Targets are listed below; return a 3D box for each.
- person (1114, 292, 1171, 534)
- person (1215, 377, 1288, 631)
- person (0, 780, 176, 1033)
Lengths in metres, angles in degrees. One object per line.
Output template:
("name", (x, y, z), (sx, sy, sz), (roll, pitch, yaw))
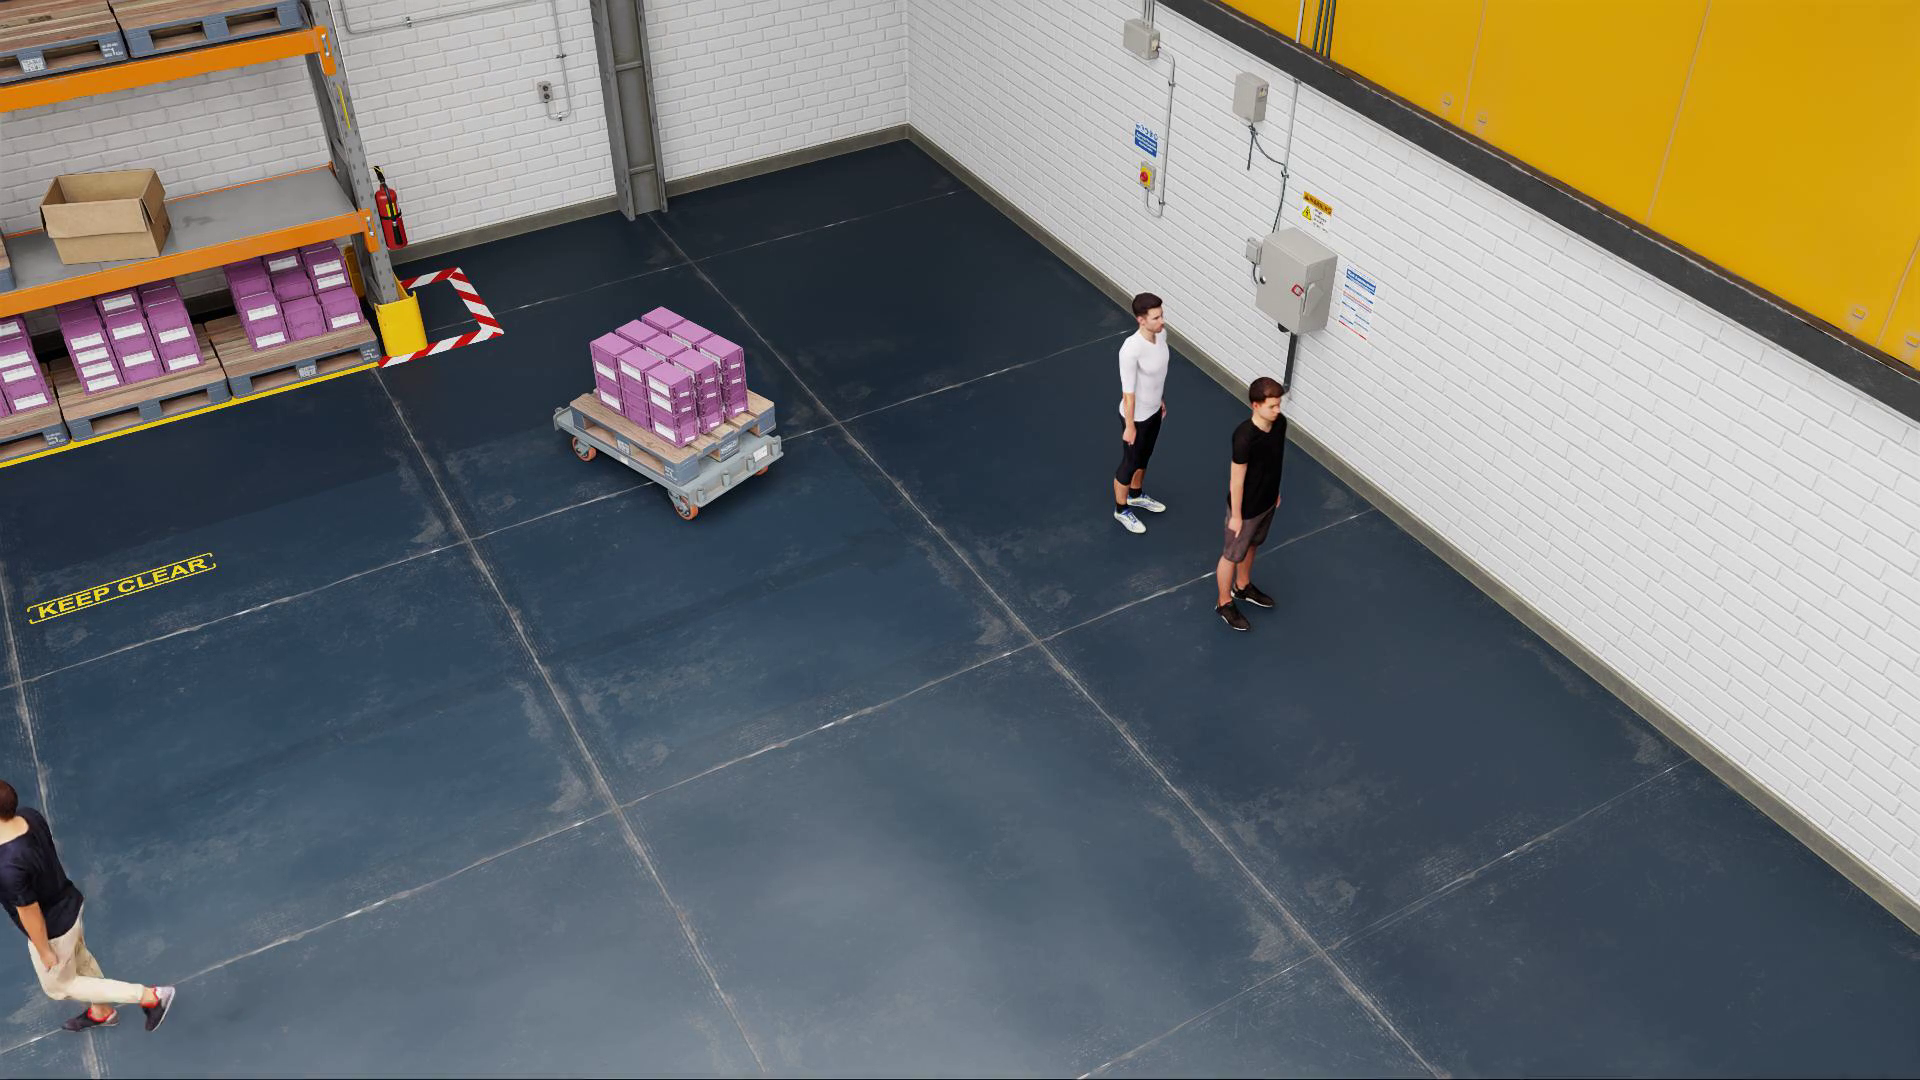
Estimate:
("person", (1.280, -0.930, 11.762), (0.807, 1.852, 0.668), (23, 44, 26))
("person", (1.918, -0.277, 10.937), (0.799, 1.862, 0.636), (29, 47, 32))
("person", (-4.422, 1.861, 8.273), (0.952, 1.844, 0.779), (-9, 39, -11))
